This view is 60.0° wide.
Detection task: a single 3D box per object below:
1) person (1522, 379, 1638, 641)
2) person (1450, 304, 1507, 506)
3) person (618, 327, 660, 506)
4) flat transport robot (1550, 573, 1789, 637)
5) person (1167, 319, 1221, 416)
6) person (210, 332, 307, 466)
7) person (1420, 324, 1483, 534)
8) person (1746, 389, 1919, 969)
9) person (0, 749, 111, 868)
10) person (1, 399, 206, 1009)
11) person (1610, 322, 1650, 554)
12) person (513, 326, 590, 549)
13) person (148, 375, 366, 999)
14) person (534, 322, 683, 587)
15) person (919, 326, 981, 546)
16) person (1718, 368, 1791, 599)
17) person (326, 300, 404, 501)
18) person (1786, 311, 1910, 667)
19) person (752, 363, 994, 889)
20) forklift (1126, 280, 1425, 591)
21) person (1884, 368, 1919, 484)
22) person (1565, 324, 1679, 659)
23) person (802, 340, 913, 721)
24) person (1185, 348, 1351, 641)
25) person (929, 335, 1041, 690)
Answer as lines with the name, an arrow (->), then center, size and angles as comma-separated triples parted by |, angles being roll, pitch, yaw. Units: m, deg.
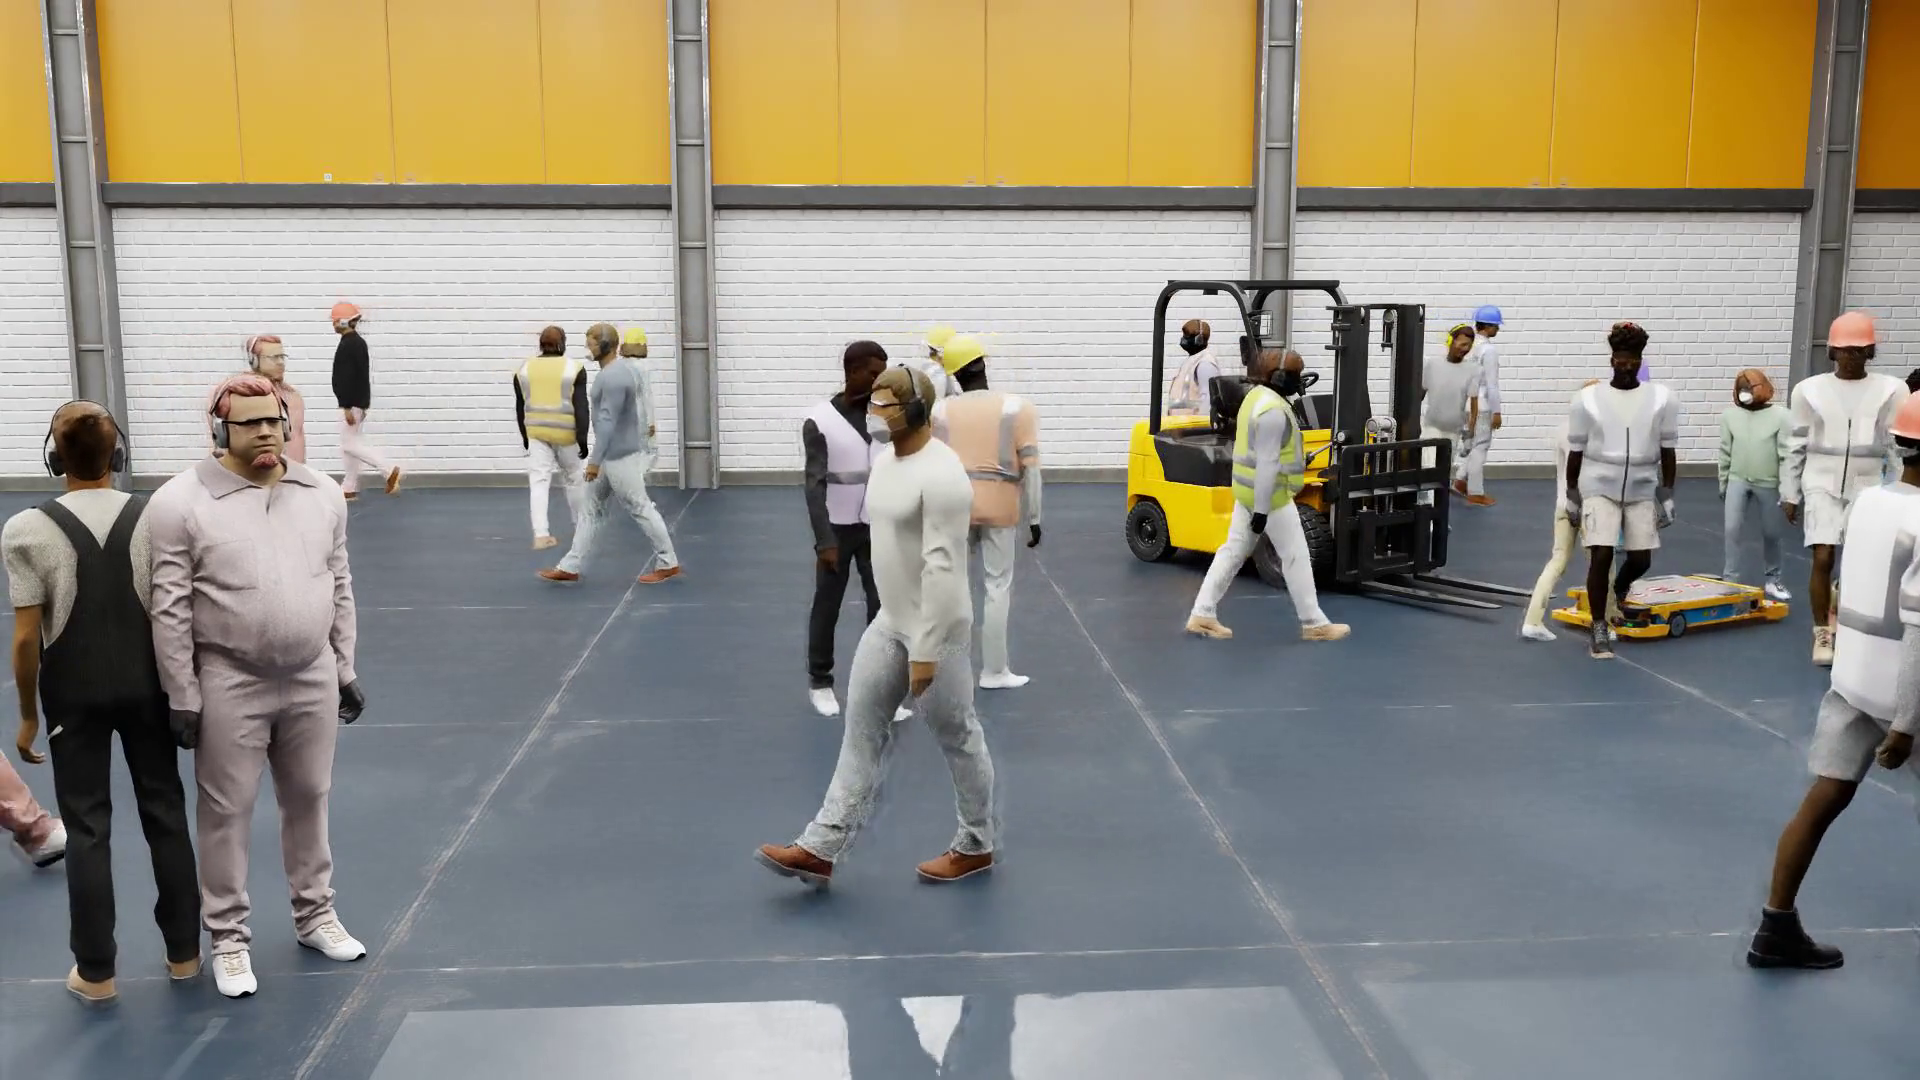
person -> 3.759, -0.170, 10.027 | 0.775, 1.590, 0.570 | -3, 10, -19
person -> 4.963, -1.269, 15.853 | 0.433, 1.935, 0.649 | -1, 9, -6
person -> -3.048, -1.129, 15.606 | 0.501, 1.732, 0.557 | 6, 11, 33
flat transport robot -> 4.513, 0.404, 10.562 | 1.431, 0.197, 0.652 | -5, 10, -28
person -> 1.973, -0.943, 14.096 | 0.429, 1.846, 0.626 | -1, 9, -8
person -> -4.214, -0.312, 10.019 | 0.831, 1.882, 0.640 | 6, 11, 32
person -> 4.056, -0.903, 13.977 | 0.591, 1.801, 0.956 | 2, 9, 13
person -> 2.997, 0.452, 5.196 | 0.997, 1.881, 0.552 | -1, 9, -5
person -> -3.695, 0.329, 6.042 | 0.960, 1.855, 0.673 | -5, 10, -27
person -> -2.587, 0.495, 5.065 | 0.517, 1.842, 0.326 | -6, 11, -35
person -> 5.302, -0.811, 13.256 | 0.389, 1.846, 0.566 | 5, 10, 28
person -> -3.327, -0.859, 13.720 | 0.654, 1.789, 0.945 | 1, 9, 6
person -> -2.170, 0.440, 5.215 | 0.410, 1.909, 0.643 | 8, 12, 41
person -> -2.463, -0.592, 11.764 | 1.030, 1.887, 0.645 | -3, 10, -19
person -> -0.081, -0.831, 13.547 | 0.809, 1.798, 0.600 | -2, 9, -15
person -> 5.432, -0.375, 11.319 | 0.516, 1.596, 0.600 | 8, 12, 43
person -> -5.845, -1.342, 16.203 | 0.741, 1.974, 0.621 | -1, 9, -3
person -> 5.085, -0.307, 9.565 | 0.624, 2.011, 0.796 | 4, 10, 24
person -> -0.272, 0.339, 5.868 | 0.957, 1.896, 0.656 | -5, 10, -29
forklift -> 2.301, -0.860, 12.475 | 1.214, 2.155, 2.313 | -6, 11, -35
person -> 5.591, -0.181, 9.764 | 0.321, 1.699, 0.535 | 1, 9, 6
person -> 3.852, -0.298, 9.745 | 0.630, 1.941, 0.653 | 2, 9, 11
person -> -0.512, -0.035, 8.234 | 0.642, 1.887, 0.773 | -6, 11, -33
person -> 1.838, -0.260, 10.022 | 0.988, 1.785, 0.642 | -1, 9, -6
person -> 0.102, -0.123, 8.813 | 0.645, 1.892, 0.392 | 3, 9, 17
